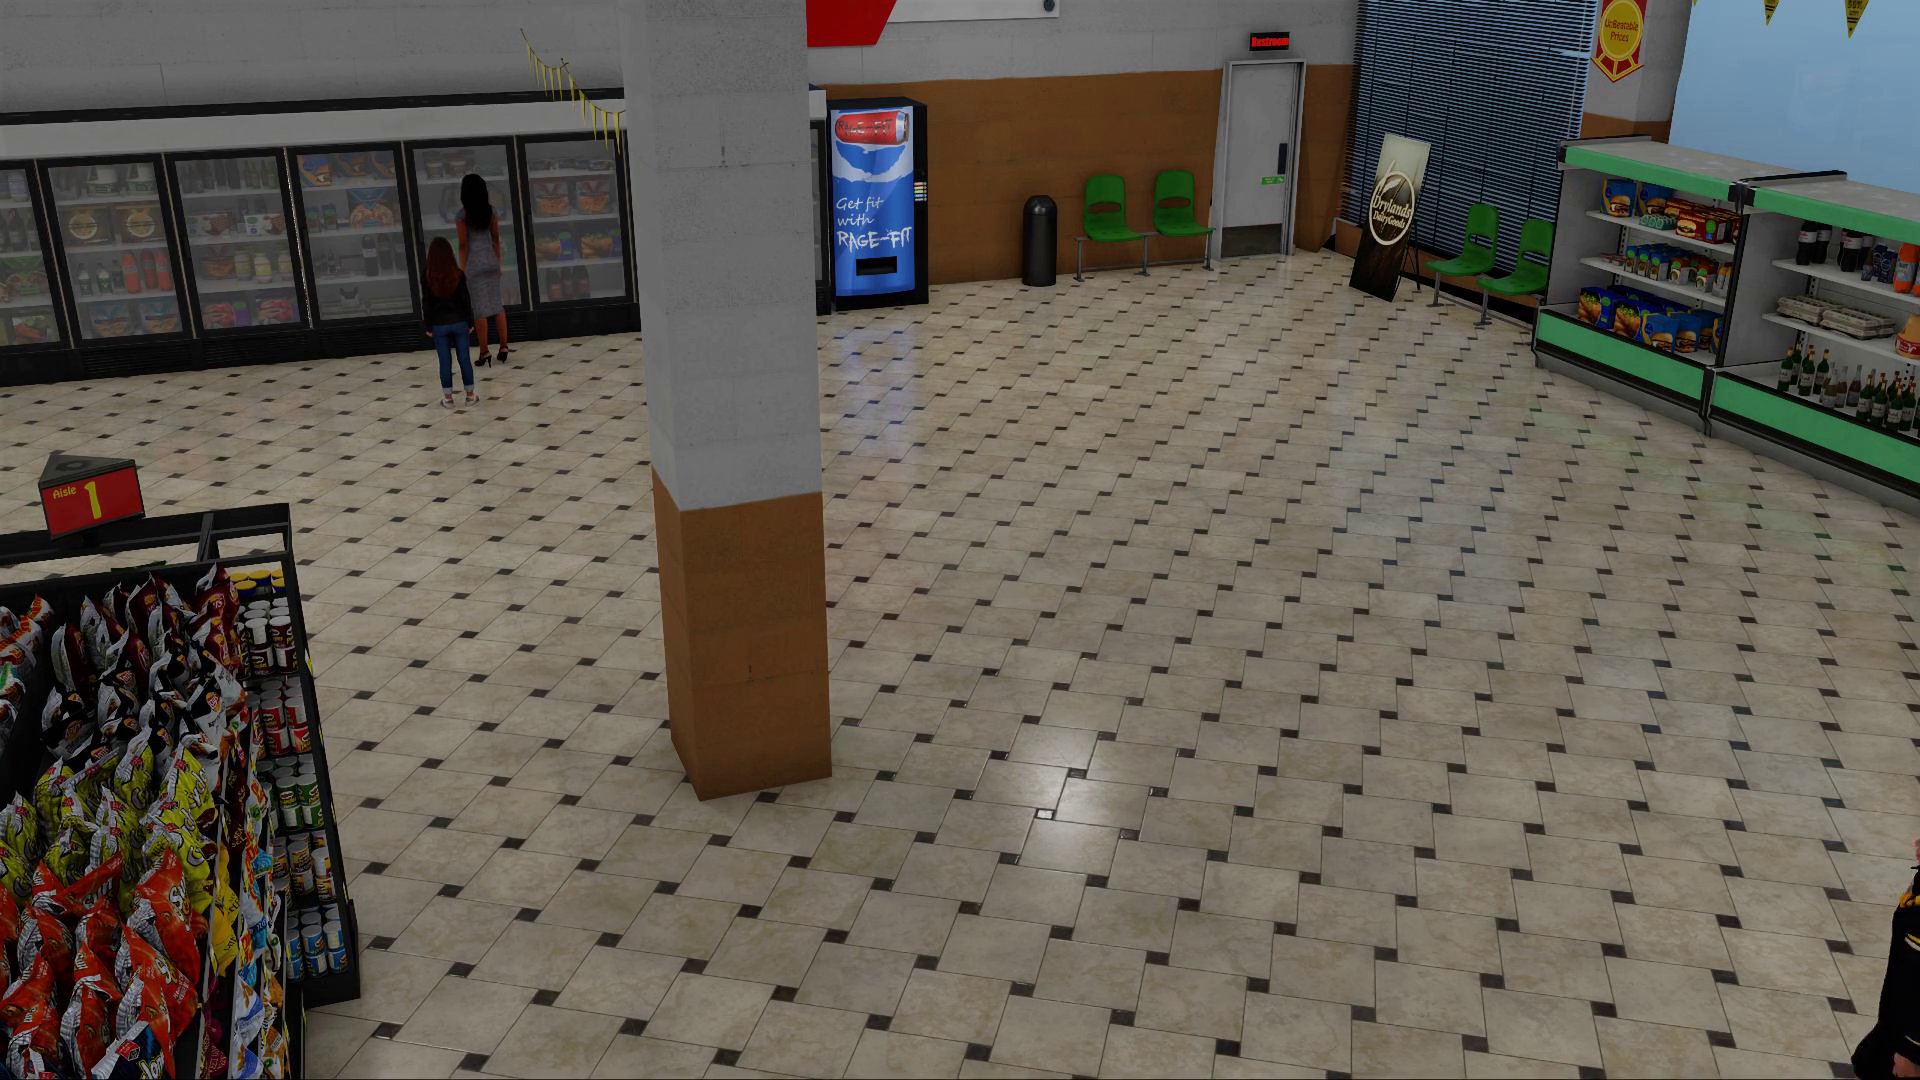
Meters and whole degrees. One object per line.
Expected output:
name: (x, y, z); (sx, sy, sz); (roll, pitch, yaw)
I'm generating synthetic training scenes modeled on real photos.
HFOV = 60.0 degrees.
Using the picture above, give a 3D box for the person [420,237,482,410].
person: (-4.372, -1.864, 14.241); (0.557, 1.483, 0.505); (-9, 23, -20)

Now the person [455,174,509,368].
person: (-4.432, -2.498, 15.418); (0.658, 1.781, 0.661); (20, 29, 40)
